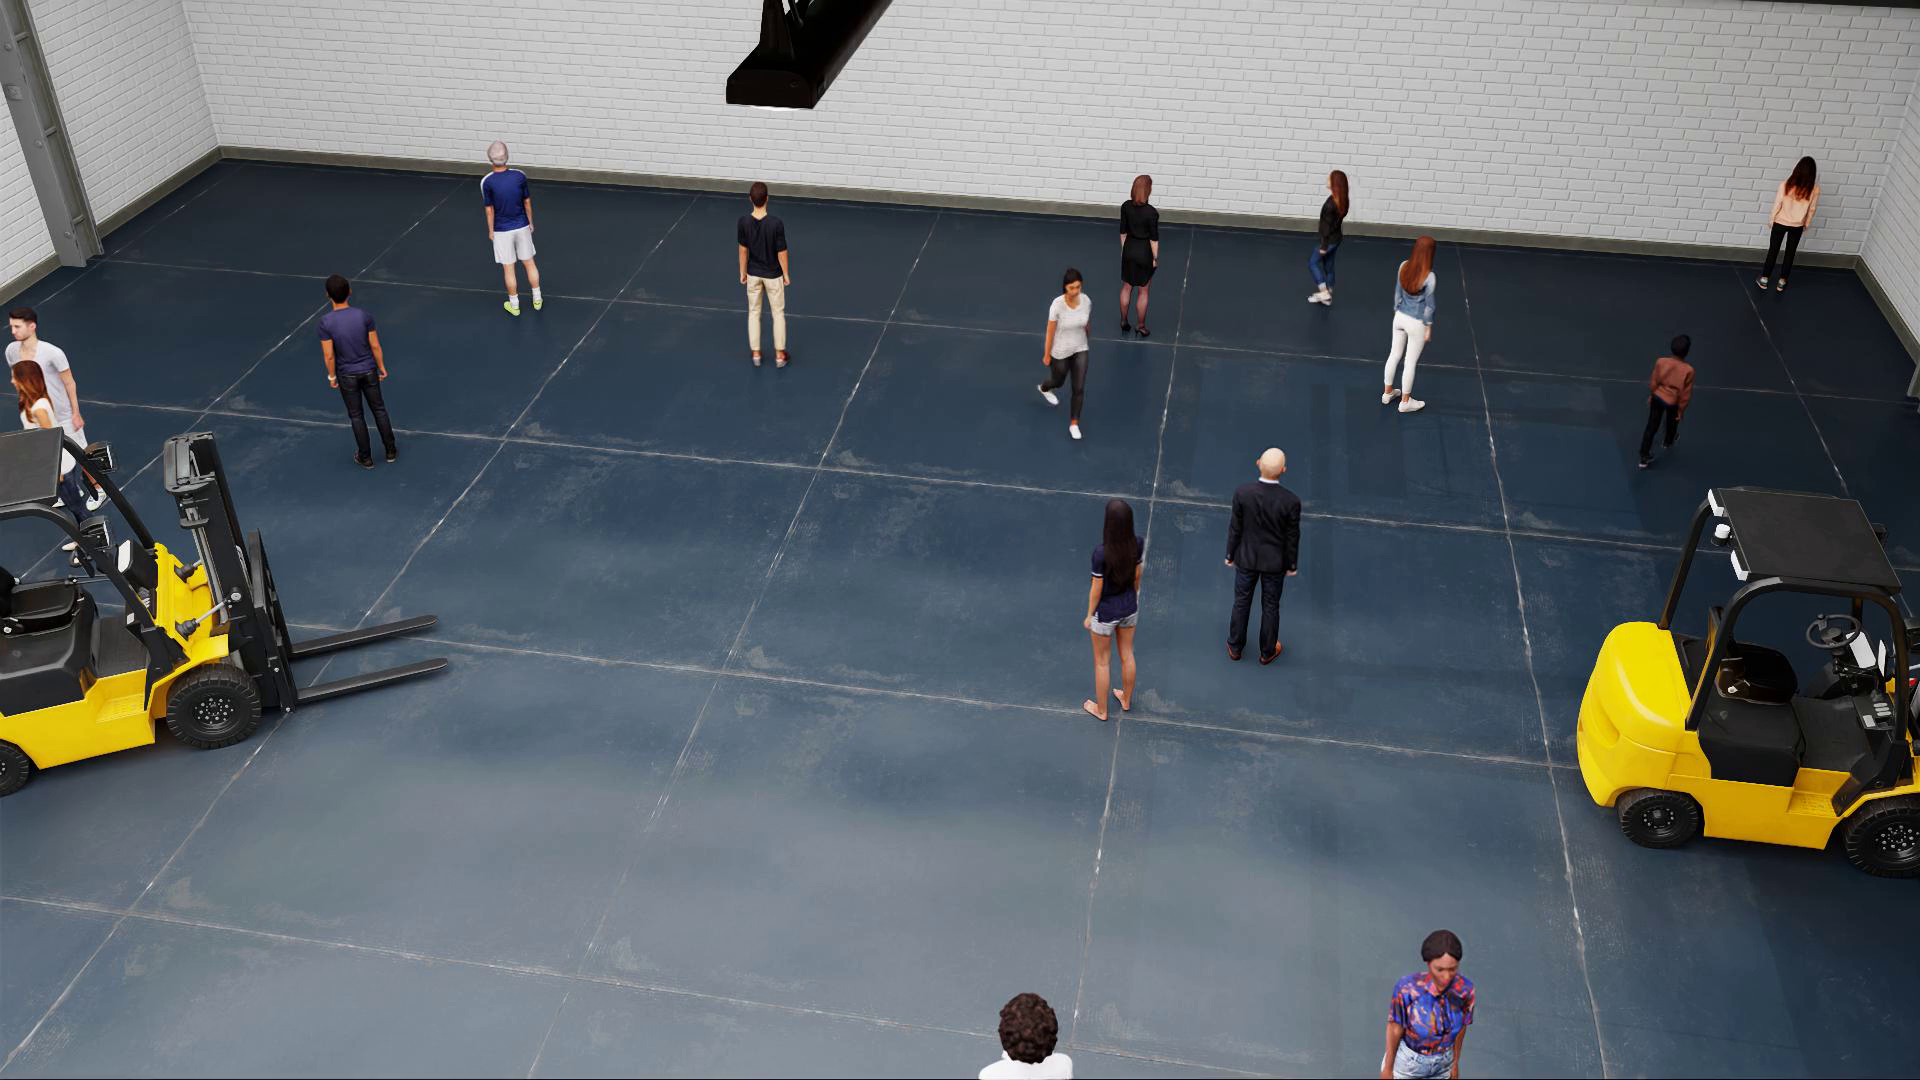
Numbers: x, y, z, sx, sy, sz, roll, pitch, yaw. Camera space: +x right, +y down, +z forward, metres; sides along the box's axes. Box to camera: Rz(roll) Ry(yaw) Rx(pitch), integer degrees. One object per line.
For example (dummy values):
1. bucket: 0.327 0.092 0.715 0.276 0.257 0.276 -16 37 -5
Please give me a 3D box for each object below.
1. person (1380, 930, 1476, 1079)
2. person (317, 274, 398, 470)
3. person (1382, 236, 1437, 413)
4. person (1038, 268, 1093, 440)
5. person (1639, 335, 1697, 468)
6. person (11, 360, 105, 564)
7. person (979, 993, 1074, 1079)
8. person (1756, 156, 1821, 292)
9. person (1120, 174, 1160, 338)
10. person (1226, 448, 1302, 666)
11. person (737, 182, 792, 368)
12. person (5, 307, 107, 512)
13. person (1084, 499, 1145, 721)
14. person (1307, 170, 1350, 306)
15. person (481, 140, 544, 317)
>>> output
1. person: 2.321 2.632 8.415 0.645 1.743 0.612 -4 34 -6
2. person: -5.278 -1.469 14.541 0.710 1.791 0.754 -19 38 -26
3. person: 4.175 -2.012 15.439 0.742 1.702 0.669 -19 38 -27
4. person: 0.954 -1.749 15.126 0.915 1.610 1.108 -13 36 -18
5. person: 6.192 -1.202 14.648 0.795 1.228 0.940 26 42 33
6. person: -7.207 -0.635 13.293 0.727 1.784 0.665 -21 39 -28
7. person: 0.310 2.874 7.992 0.708 1.808 0.683 -8 34 -11
8. person: 8.824 -3.377 17.689 0.592 1.485 0.551 10 35 15
9. person: 1.789 -2.847 16.696 0.656 1.701 0.648 24 40 31
10. person: 2.200 0.125 12.135 0.703 1.800 0.622 10 35 15
11. person: -1.896 -2.571 16.145 0.639 1.851 0.556 4 34 6
12. person: -7.594 -1.104 13.935 0.674 1.854 0.531 6 34 9
13. person: 1.072 0.495 11.610 0.667 1.764 0.705 -16 37 -23
14. person: 3.903 -3.117 17.308 0.718 1.472 0.611 21 39 29
15. person: -4.623 -3.219 17.131 0.718 1.838 0.766 -19 38 -26
